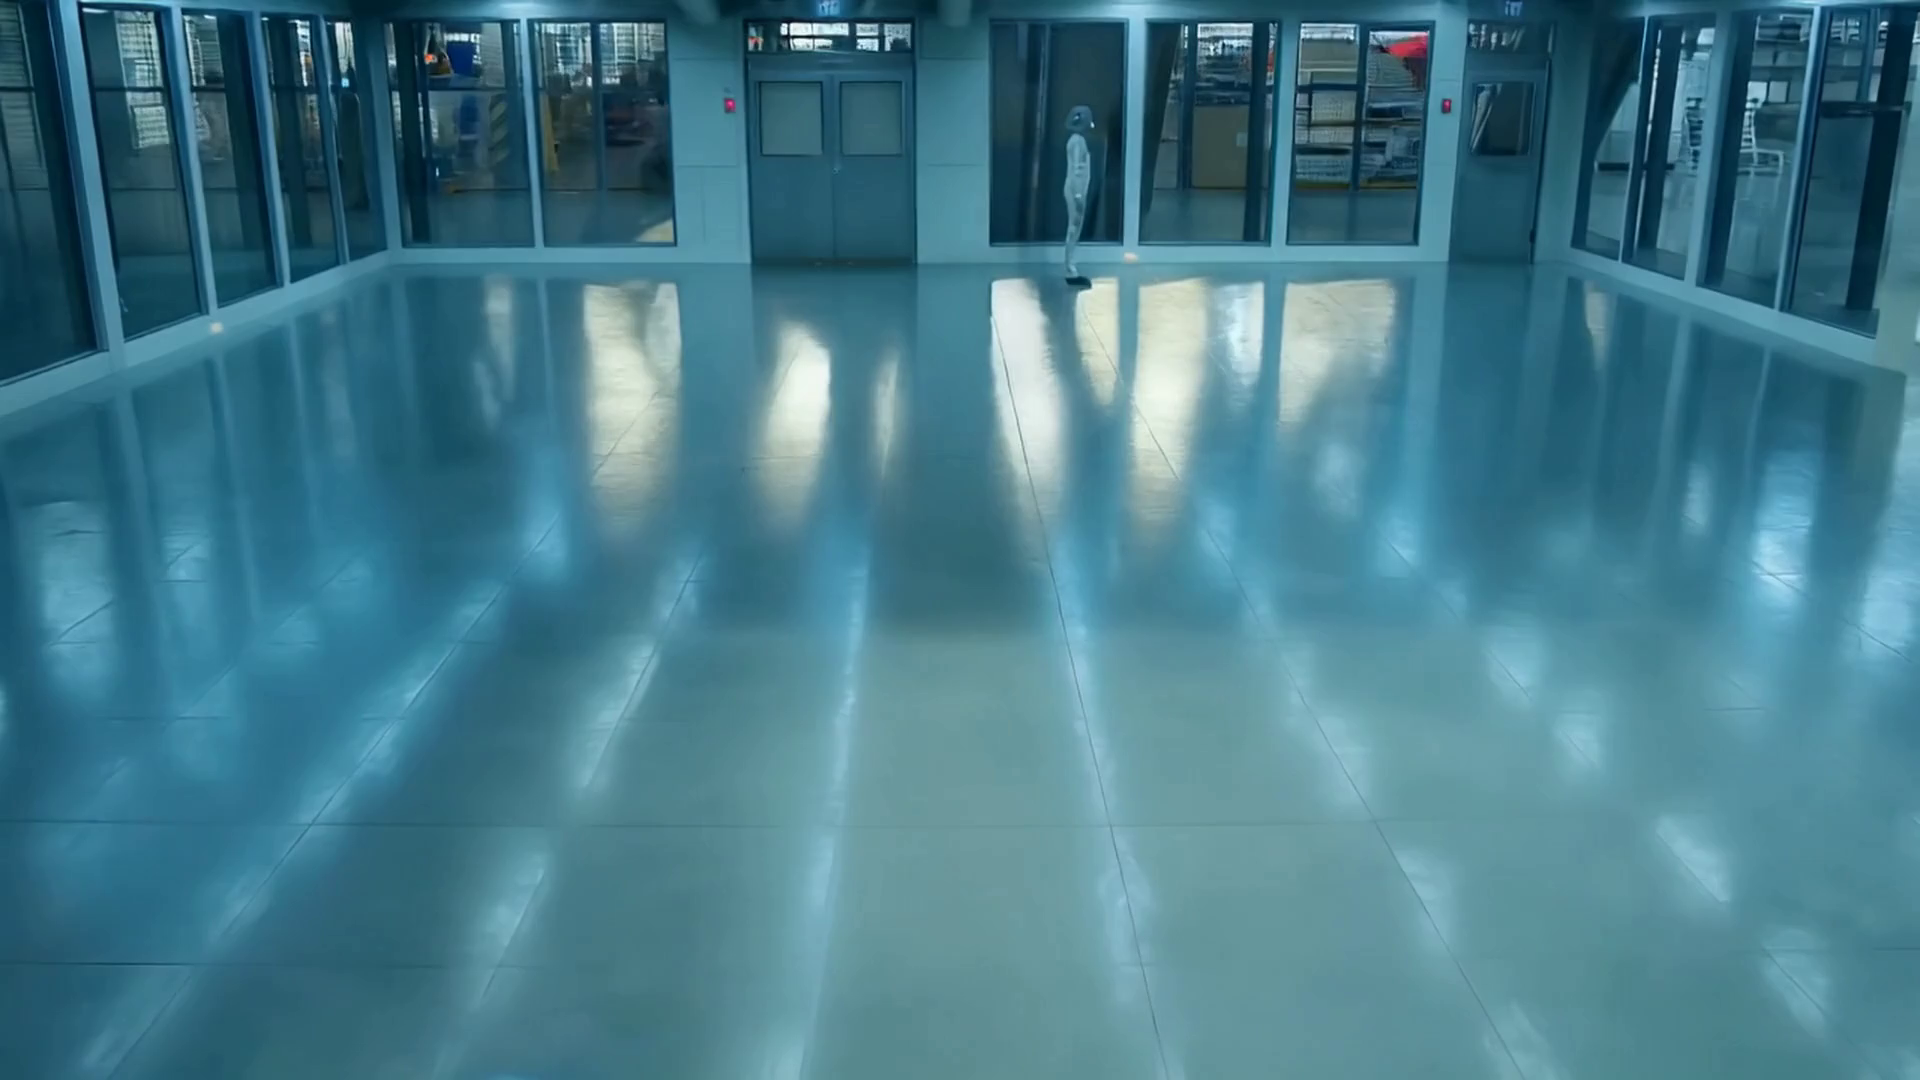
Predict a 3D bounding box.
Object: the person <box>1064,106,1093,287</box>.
[{"bbox_3d":[1.096,-3.173,15.374,0.277,1.633,0.507,1,16,3],"label":"person"}]
